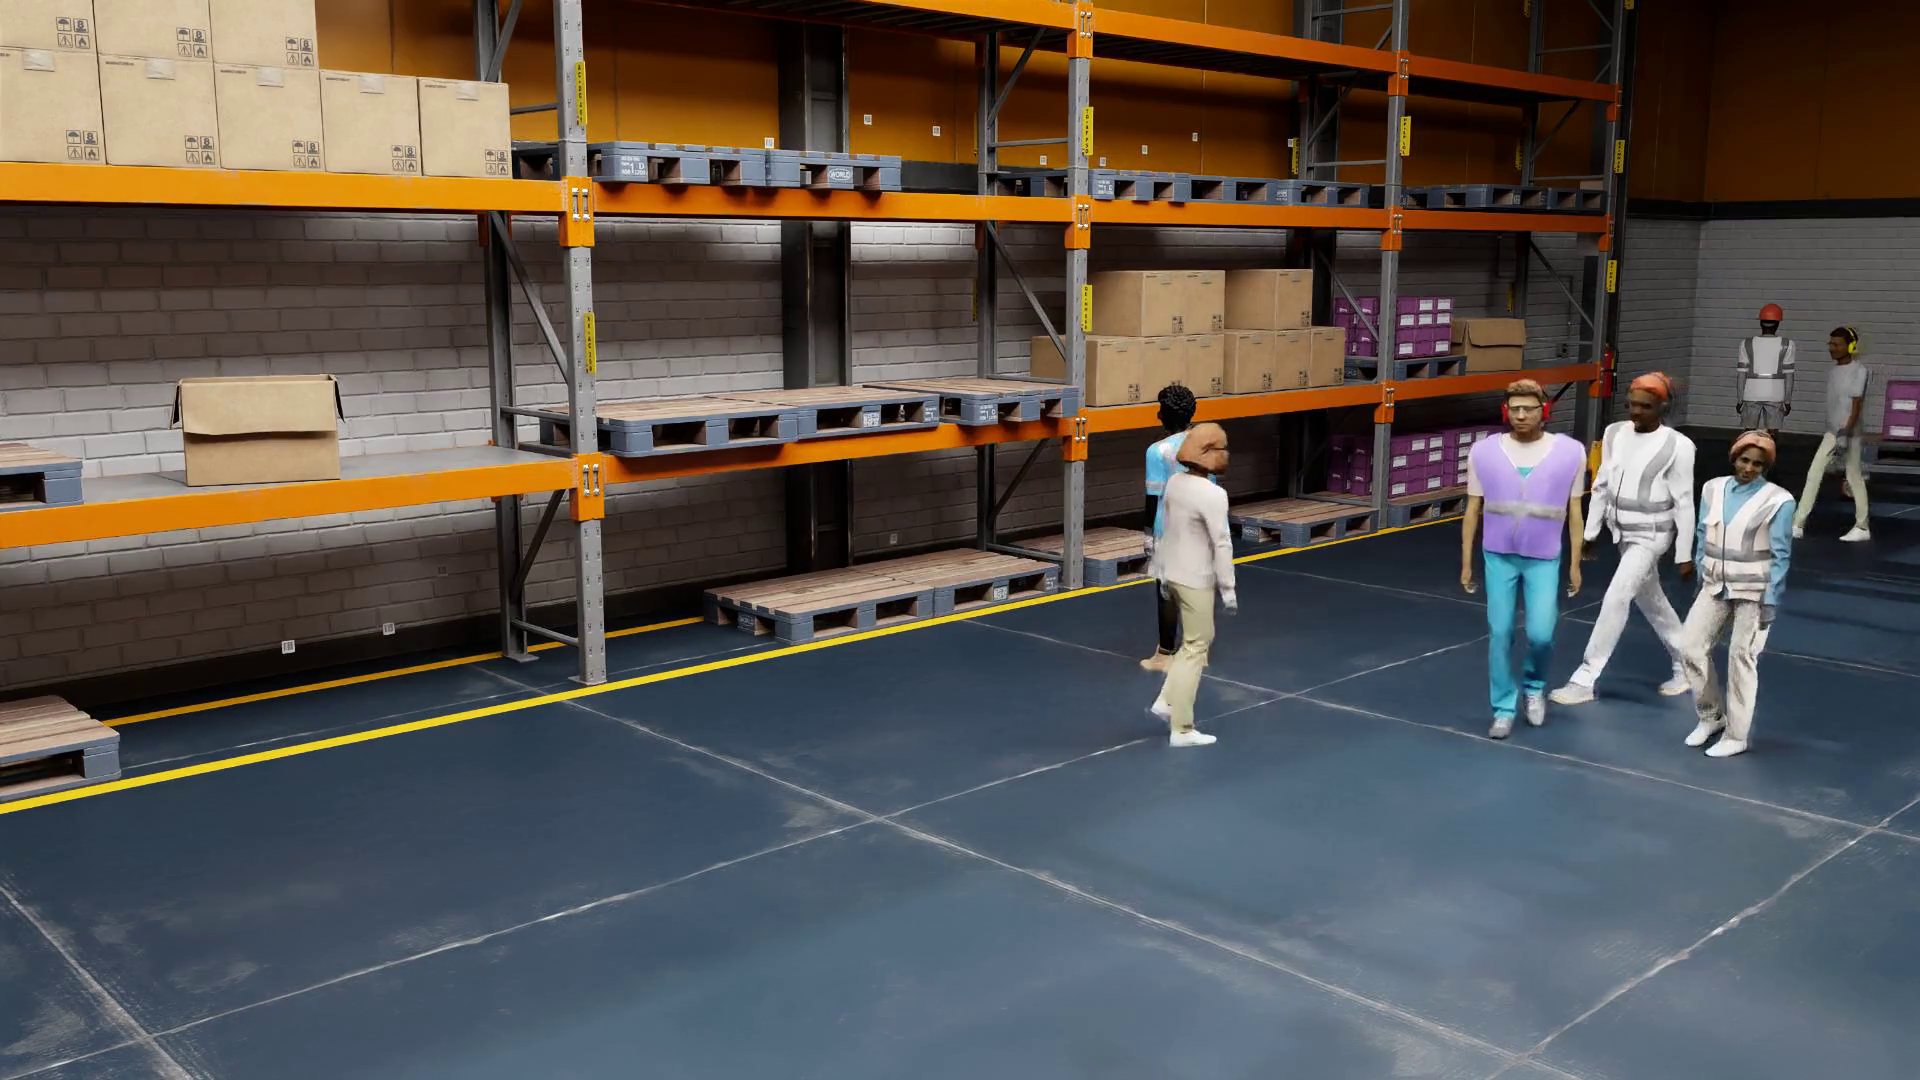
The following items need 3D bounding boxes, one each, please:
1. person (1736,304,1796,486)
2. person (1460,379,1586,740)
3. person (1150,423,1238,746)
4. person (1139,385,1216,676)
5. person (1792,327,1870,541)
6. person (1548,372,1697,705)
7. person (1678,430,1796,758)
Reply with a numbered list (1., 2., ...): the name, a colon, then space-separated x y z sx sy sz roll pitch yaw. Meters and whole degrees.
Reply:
1. person: 8.408 -1.495 17.394 0.545 1.938 0.361 5 11 27
2. person: 2.822 0.099 8.374 0.588 1.826 0.445 4 11 23
3. person: 1.177 0.228 8.247 0.376 1.621 0.519 -3 10 -19
4. person: 1.273 -0.053 9.675 0.534 1.694 0.320 -7 12 -34
5. person: 7.411 -0.880 14.121 0.942 1.831 0.537 -2 10 -12
6. person: 3.730 -0.008 9.023 0.984 1.829 0.601 -2 10 -13
7. person: 3.715 0.269 7.995 0.391 1.611 0.548 -5 11 -25
